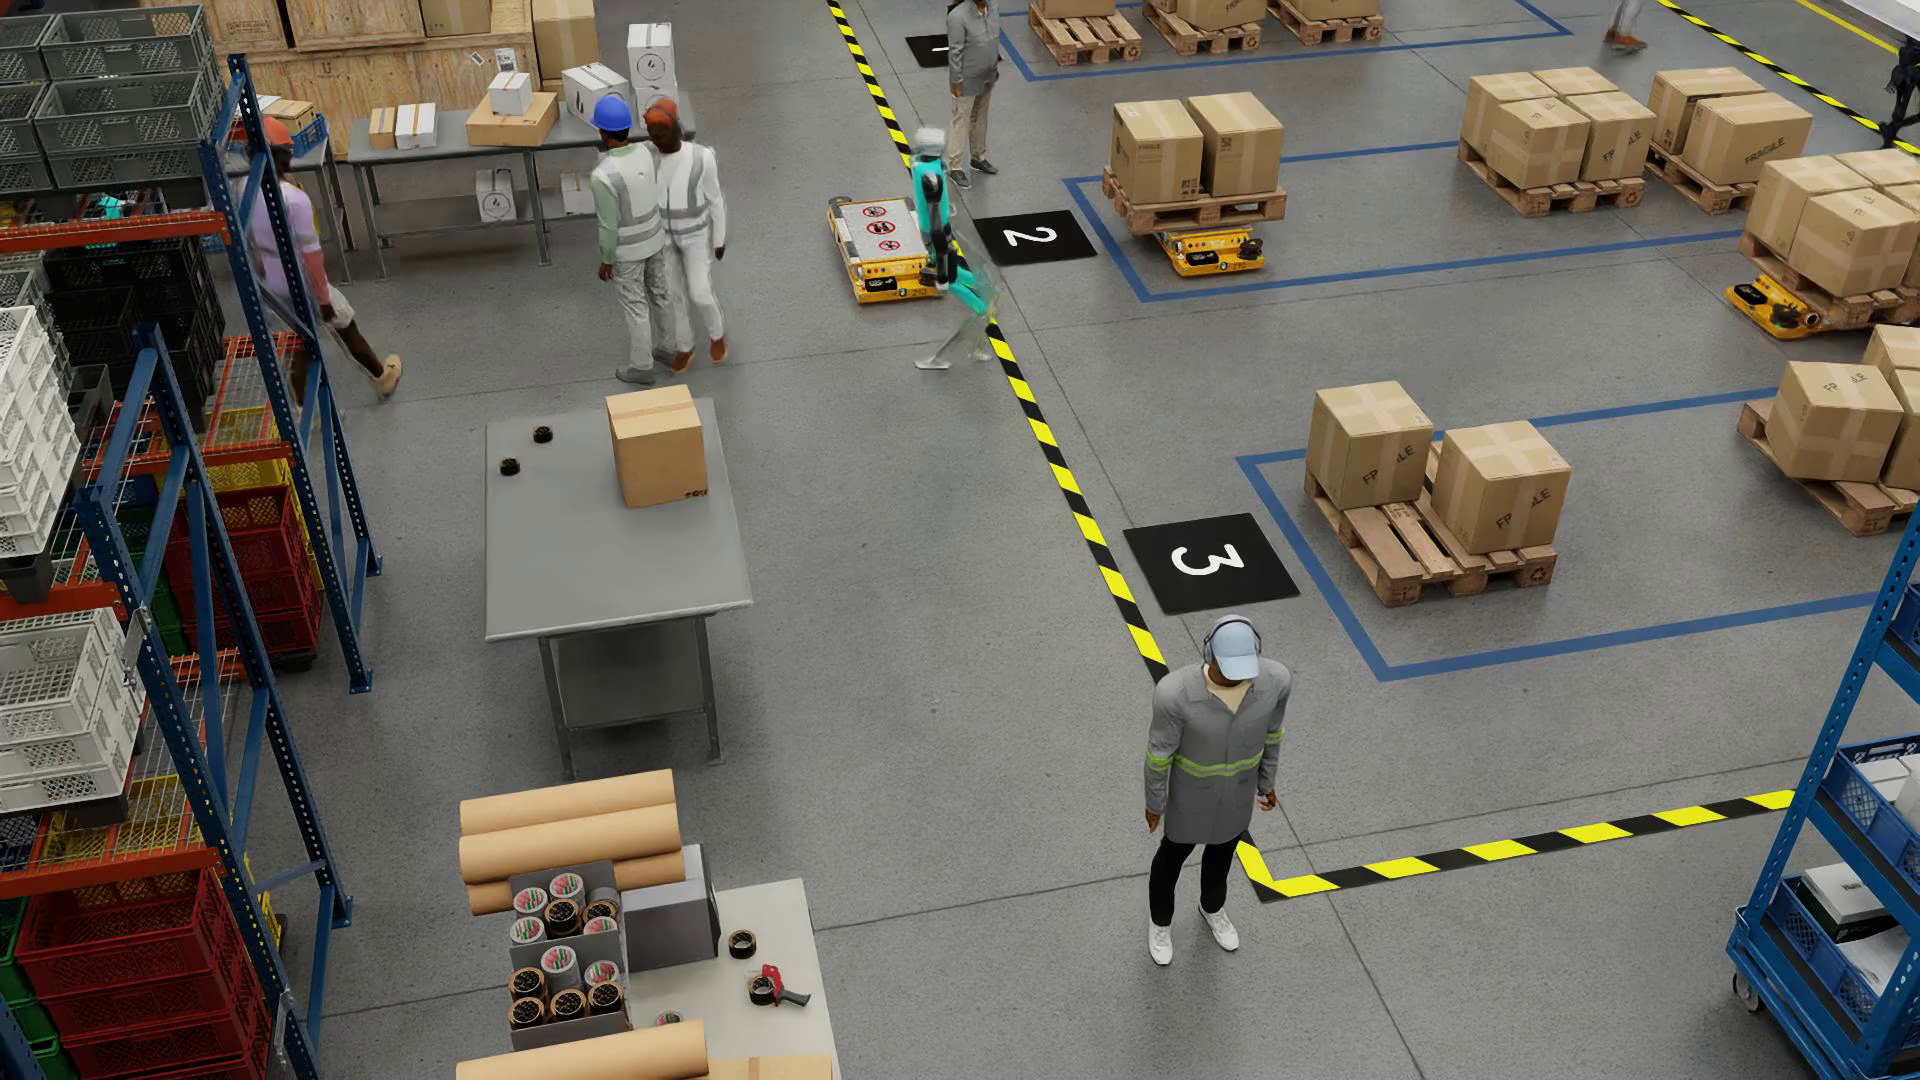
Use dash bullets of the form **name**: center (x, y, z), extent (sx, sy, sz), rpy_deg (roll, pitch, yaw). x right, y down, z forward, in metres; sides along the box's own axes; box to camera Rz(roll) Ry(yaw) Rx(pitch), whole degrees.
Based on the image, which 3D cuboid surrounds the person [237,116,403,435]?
- **person**: center (-4.035, -1.661, 10.359), extent (0.636, 1.978, 0.912), rpy_deg (17, 40, 22)

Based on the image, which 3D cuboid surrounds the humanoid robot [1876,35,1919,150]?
- **humanoid robot**: center (7.865, -3.935, 13.662), extent (0.609, 1.641, 0.407), rpy_deg (-14, 39, -18)

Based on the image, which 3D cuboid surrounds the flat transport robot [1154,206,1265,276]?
- **flat transport robot**: center (1.798, -2.476, 12.858), extent (0.652, 0.197, 1.431), rpy_deg (-8, 37, -10)

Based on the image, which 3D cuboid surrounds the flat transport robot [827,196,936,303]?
- **flat transport robot**: center (-0.570, -2.220, 12.538), extent (0.659, 0.231, 1.431), rpy_deg (-8, 37, -10)

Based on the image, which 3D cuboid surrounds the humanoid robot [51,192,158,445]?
- **humanoid robot**: center (-5.092, -1.312, 10.019), extent (0.532, 1.705, 0.729), rpy_deg (-4, 37, -6)

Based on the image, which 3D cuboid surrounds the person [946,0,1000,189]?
- **person**: center (0.108, -3.725, 13.302), extent (0.396, 1.766, 0.572), rpy_deg (27, 44, 31)

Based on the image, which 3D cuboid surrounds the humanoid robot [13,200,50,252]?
- **humanoid robot**: center (-5.445, -1.374, 10.218), extent (0.350, 1.654, 0.608), rpy_deg (-16, 39, -20)

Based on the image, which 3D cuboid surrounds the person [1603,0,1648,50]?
- **person**: center (6.481, -5.640, 15.819), extent (0.472, 1.840, 0.695), rpy_deg (-14, 39, -18)

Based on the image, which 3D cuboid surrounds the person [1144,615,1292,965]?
- **person**: center (1.044, 1.035, 6.835), extent (0.596, 1.850, 0.398), rpy_deg (-8, 37, -11)

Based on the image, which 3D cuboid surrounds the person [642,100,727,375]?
- **person**: center (-1.832, -1.964, 10.848), extent (0.583, 1.873, 0.410), rpy_deg (8, 37, 10)

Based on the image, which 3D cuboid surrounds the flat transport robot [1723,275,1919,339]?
- **flat transport robot**: center (6.302, -1.749, 11.882), extent (1.431, 0.197, 0.652), rpy_deg (-8, 37, -10)

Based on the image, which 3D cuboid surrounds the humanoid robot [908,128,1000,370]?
- **humanoid robot**: center (0.059, -1.832, 10.811), extent (0.787, 1.778, 0.556), rpy_deg (-6, 37, -8)

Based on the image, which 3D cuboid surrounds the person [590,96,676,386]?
- **person**: center (-2.110, -1.915, 10.721), extent (0.388, 1.948, 0.601), rpy_deg (20, 41, 25)
